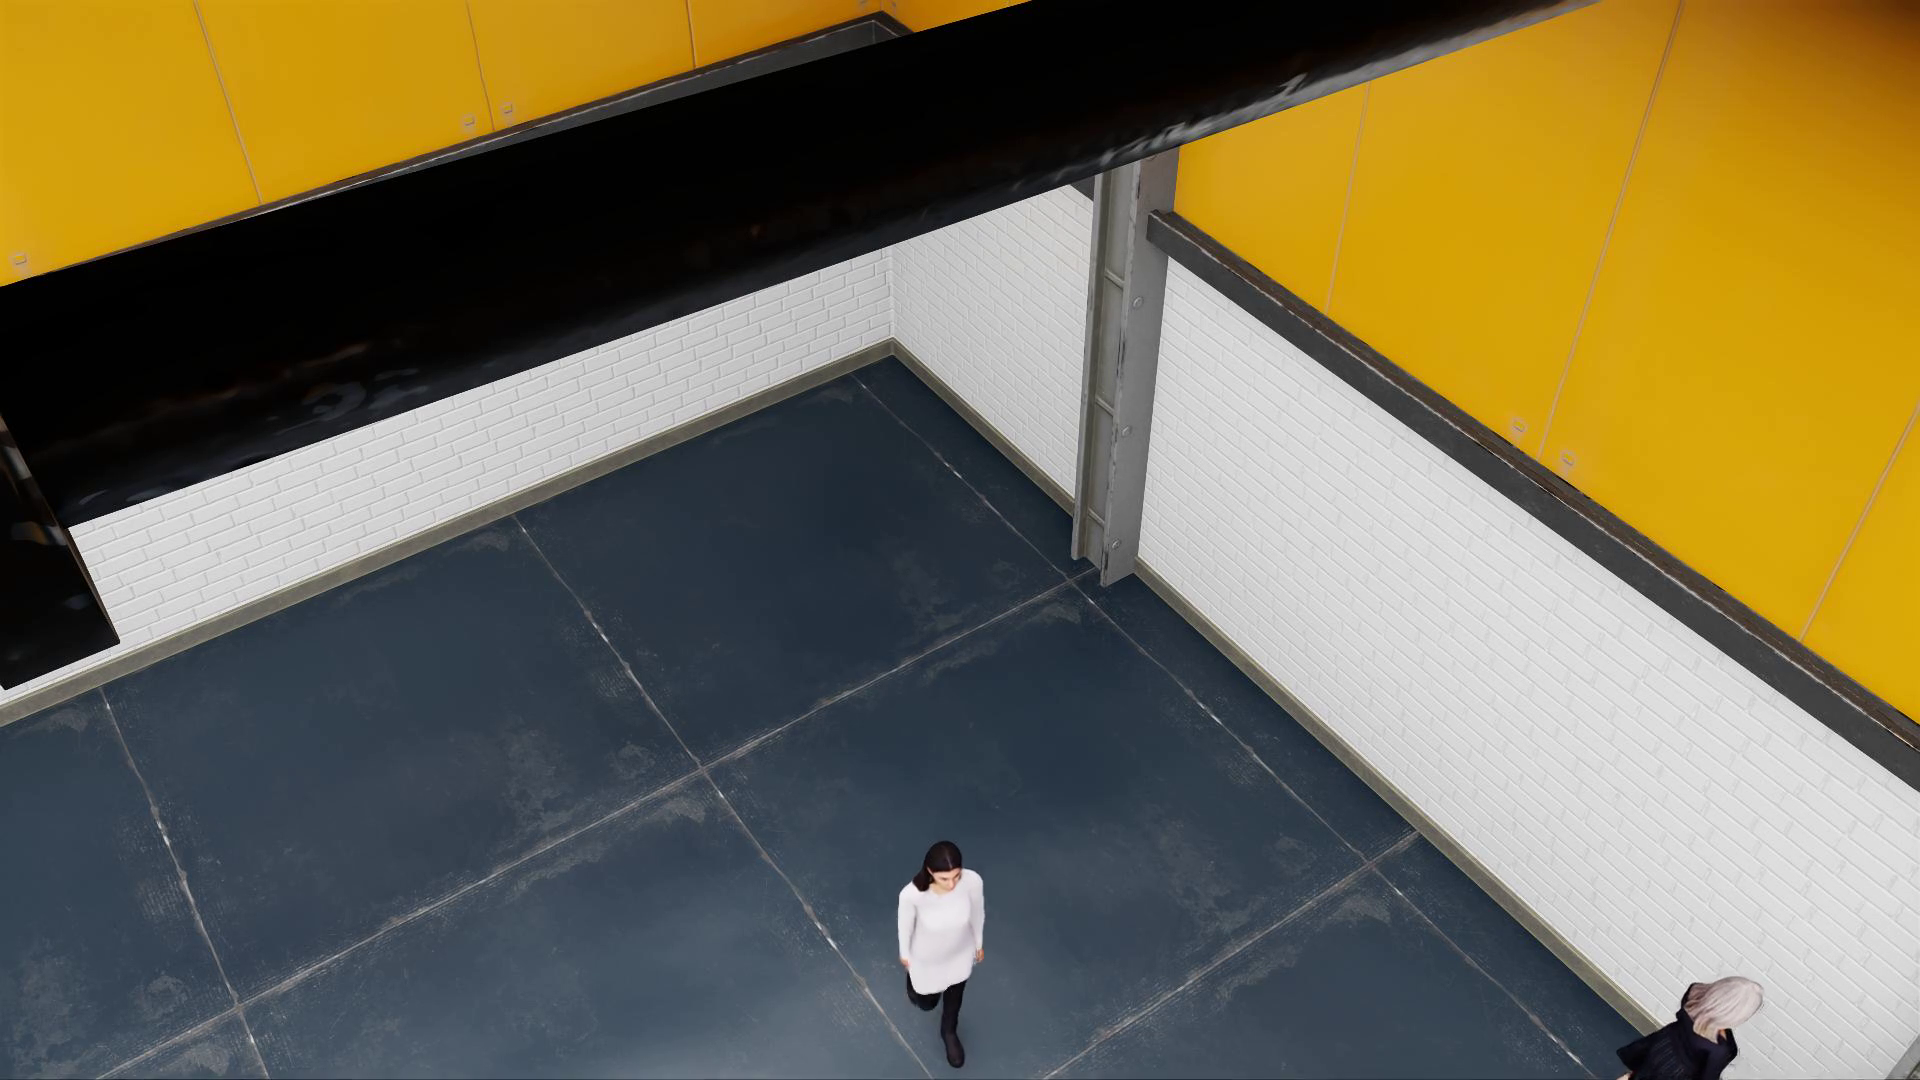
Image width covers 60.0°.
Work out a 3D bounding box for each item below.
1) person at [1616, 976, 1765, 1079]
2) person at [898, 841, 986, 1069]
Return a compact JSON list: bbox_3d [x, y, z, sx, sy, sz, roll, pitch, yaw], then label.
[{"bbox_3d":[3.565,2.656,8.248,0.919,1.737,0.830,0,44,0],"label":"person"},{"bbox_3d":[-0.111,2.091,8.796,0.751,1.798,0.906,-13,45,-13],"label":"person"}]
